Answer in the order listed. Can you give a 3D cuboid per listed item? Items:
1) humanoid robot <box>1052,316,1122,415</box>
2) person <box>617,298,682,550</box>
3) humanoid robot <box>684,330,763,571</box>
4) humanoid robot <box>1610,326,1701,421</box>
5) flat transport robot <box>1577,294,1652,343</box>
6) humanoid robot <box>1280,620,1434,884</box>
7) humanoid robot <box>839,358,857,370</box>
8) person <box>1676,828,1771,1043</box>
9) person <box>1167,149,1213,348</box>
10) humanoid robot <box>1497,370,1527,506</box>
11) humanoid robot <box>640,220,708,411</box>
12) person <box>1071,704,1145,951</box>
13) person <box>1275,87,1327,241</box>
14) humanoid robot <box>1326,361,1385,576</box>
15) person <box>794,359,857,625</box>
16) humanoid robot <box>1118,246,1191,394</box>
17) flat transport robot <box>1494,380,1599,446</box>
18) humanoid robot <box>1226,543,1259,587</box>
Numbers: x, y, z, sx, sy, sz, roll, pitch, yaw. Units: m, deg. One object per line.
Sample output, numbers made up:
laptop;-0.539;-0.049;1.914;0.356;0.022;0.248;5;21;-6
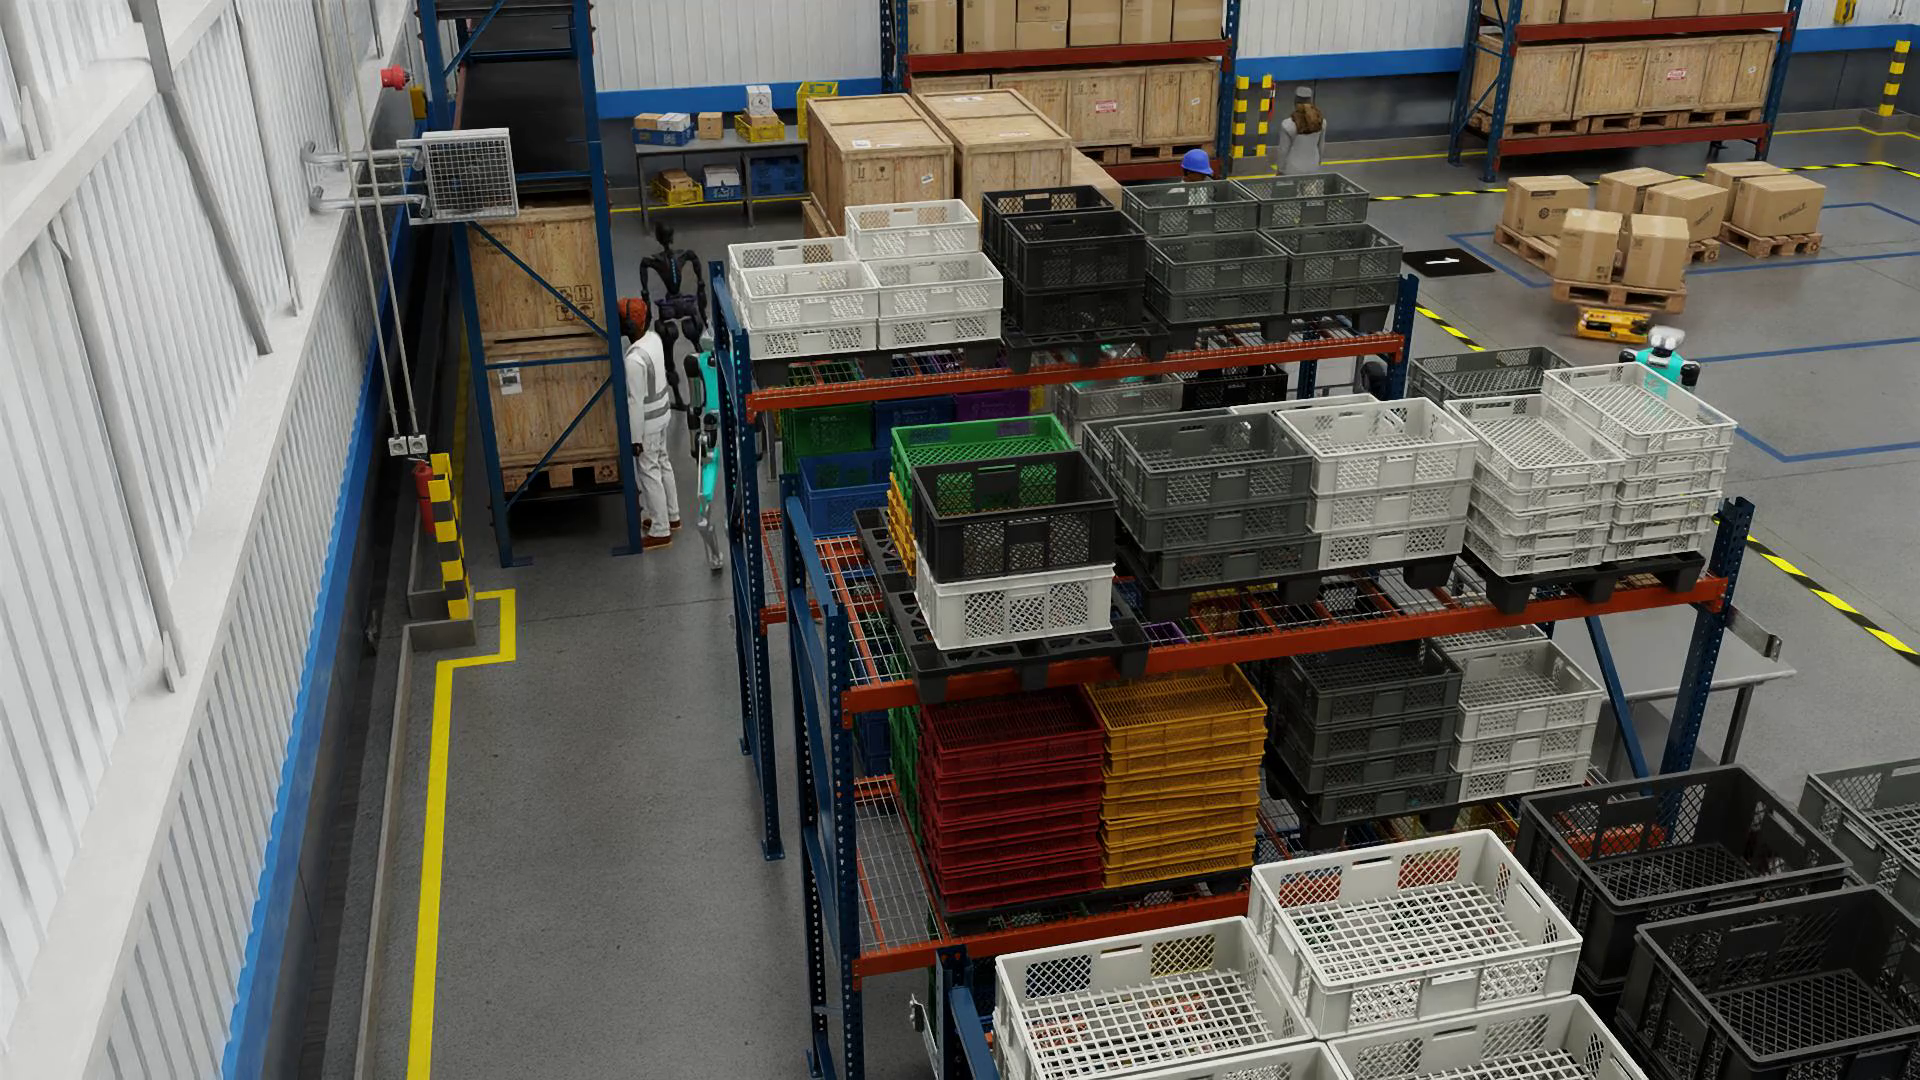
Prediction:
humanoid robot;0.657;-0.681;11.818;0.888;1.824;0.547;-16;32;-27
person;-2.246;-0.845;11.924;0.339;1.878;0.569;3;28;6
humanoid robot;-1.648;-0.556;11.444;0.530;1.717;0.725;3;28;5
humanoid robot;4.892;-0.780;11.809;0.533;1.676;0.735;16;32;27
flat transport robot;6.433;-2.299;16.379;0.652;0.197;1.431;9;29;16
humanoid robot;2.084;1.131;8.341;1.017;1.745;0.540;-5;28;-9
humanoid robot;-0.774;-0.907;12.251;0.326;1.645;0.601;10;29;18
person;2.947;1.938;6.614;1.041;1.892;0.622;-11;30;-20
person;2.063;-2.619;15.229;0.411;1.939;0.602;20;34;33
humanoid robot;3.691;-0.200;10.852;0.541;1.777;0.786;-9;29;-16
humanoid robot;-2.389;-1.872;14.093;0.602;1.647;0.452;-11;30;-19
person;0.670;1.285;7.929;0.586;1.834;0.404;19;33;31
person;3.688;-4.026;18.080;0.562;1.762;0.404;-10;29;-18
humanoid robot;2.683;-0.500;11.491;0.602;1.646;0.474;-8;29;-15
person;-0.866;-0.396;10.908;0.381;2.035;0.604;5;28;9
humanoid robot;1.449;-1.490;13.155;0.735;1.677;0.533;-11;30;-19
flat transport robot;4.780;-1.036;14.013;0.659;0.231;1.431;-6;28;-12
humanoid robot;1.753;-0.148;10.879;0.746;1.616;0.612;0;28;0
